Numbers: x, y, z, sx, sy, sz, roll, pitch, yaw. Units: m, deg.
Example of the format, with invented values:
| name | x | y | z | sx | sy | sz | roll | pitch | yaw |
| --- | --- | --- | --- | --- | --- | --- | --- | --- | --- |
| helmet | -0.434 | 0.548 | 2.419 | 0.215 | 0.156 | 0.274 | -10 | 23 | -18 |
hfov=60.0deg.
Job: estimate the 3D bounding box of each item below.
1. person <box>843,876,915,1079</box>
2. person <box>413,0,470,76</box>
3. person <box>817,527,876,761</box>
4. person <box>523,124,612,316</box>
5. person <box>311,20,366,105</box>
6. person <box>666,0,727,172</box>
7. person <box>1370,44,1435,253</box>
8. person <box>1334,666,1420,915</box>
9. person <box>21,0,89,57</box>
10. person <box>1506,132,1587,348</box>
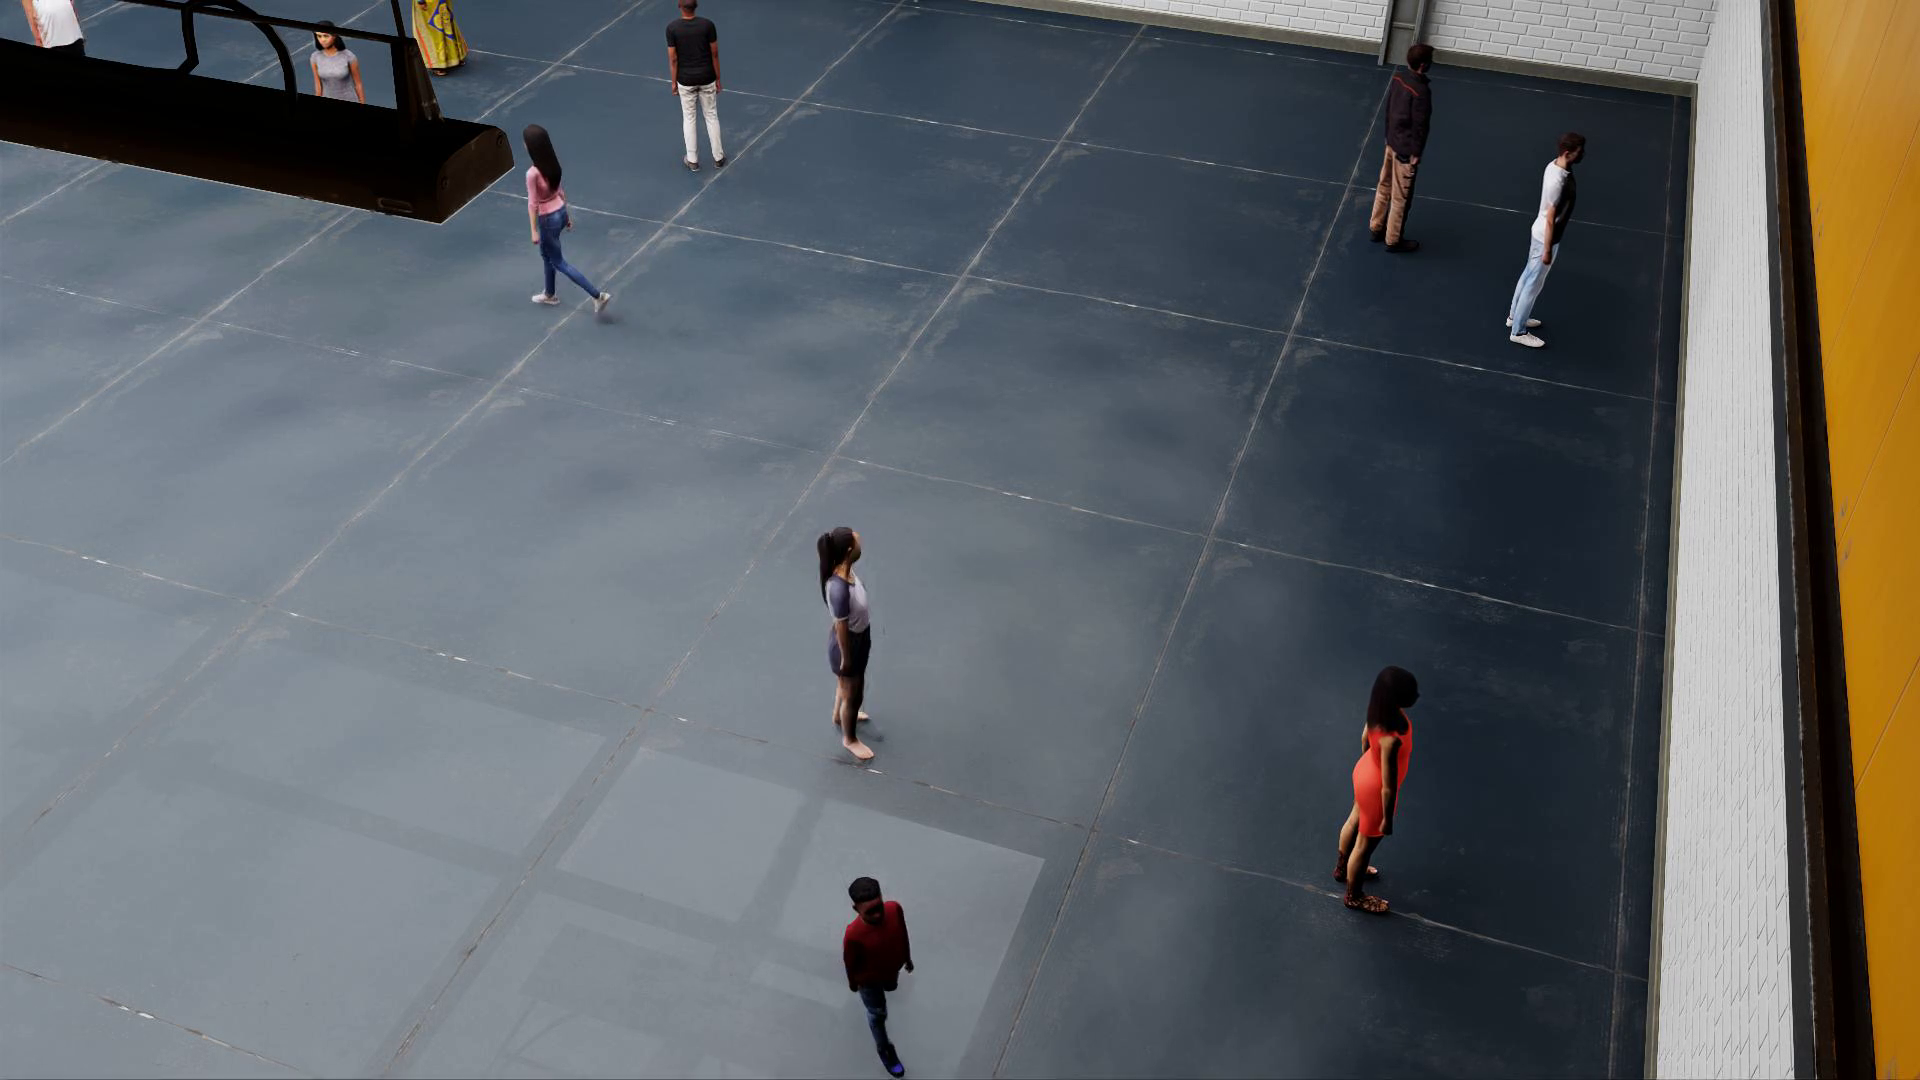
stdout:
| name | x | y | z | sx | sy | sz | roll | pitch | yaw |
| --- | --- | --- | --- | --- | --- | --- | --- | --- | --- |
| person | -0.439 | 2.126 | 8.478 | 0.731 | 1.240 | 0.892 | -28 | 46 | -30 |
| person | -5.810 | -5.997 | 18.314 | 0.813 | 1.660 | 0.886 | 18 | 42 | 21 |
| person | -0.680 | 0.635 | 10.027 | 0.630 | 1.637 | 0.681 | 12 | 40 | 14 |
| person | -3.394 | -2.675 | 14.110 | 1.055 | 1.715 | 0.578 | 13 | 40 | 15 |
| person | -5.841 | -4.060 | 15.792 | 0.606 | 1.781 | 0.719 | -5 | 39 | -6 |
| person | -2.590 | -4.507 | 16.331 | 0.729 | 1.805 | 0.819 | -10 | 40 | -12 |
| person | 4.007 | -3.552 | 15.039 | 0.826 | 1.925 | 0.790 | -12 | 40 | -15 |
| person | 2.265 | 1.348 | 9.068 | 0.640 | 1.719 | 0.654 | -1 | 39 | -1 |
| person | -9.407 | -5.252 | 17.365 | 0.753 | 1.678 | 0.756 | 25 | 45 | 28 |
| person | 4.860 | -2.517 | 13.803 | 0.565 | 1.851 | 0.678 | 9 | 39 | 11 |
